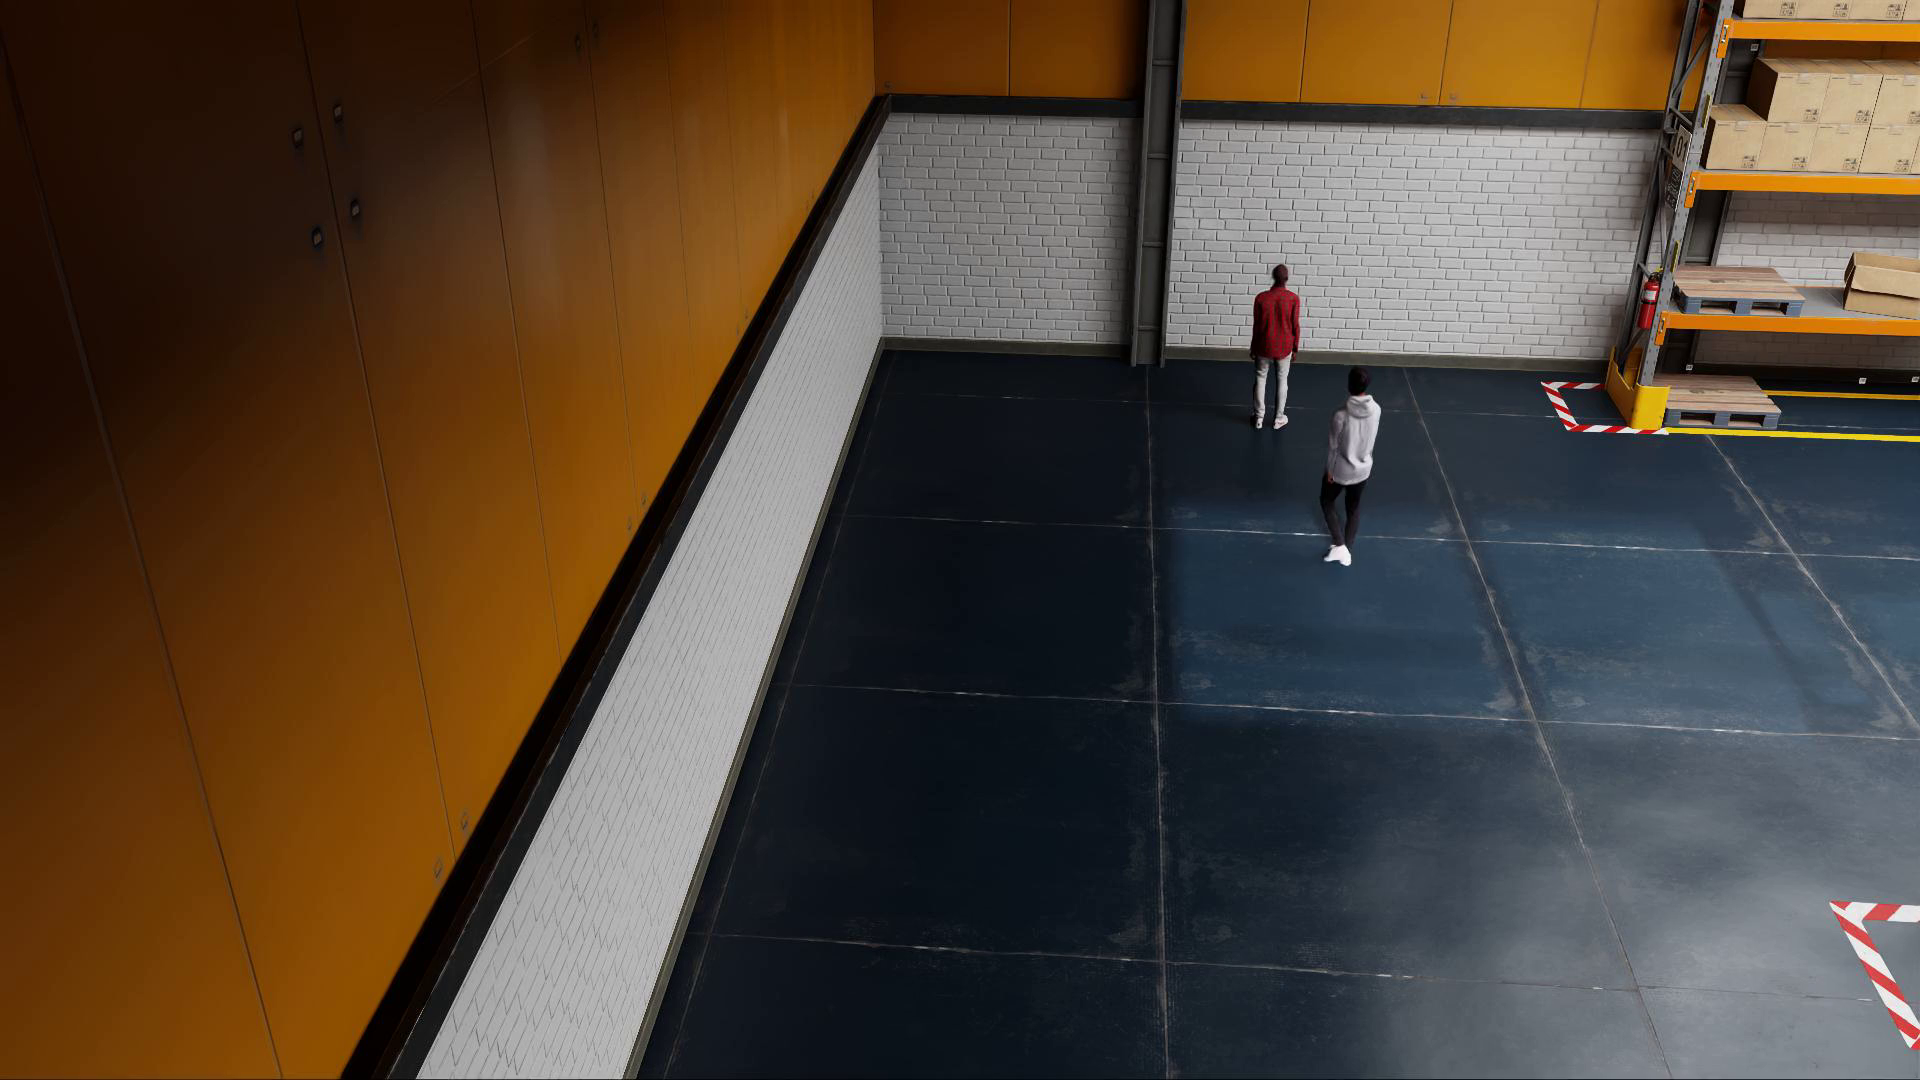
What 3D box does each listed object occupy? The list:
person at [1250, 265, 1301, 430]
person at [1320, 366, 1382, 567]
[{"bbox_3d":[3.350,-2.064,17.726,0.554,1.818,0.745,6,29,11],"label":"person"},{"bbox_3d":[3.558,-0.612,14.960,0.790,1.918,0.867,-9,30,-16],"label":"person"}]
